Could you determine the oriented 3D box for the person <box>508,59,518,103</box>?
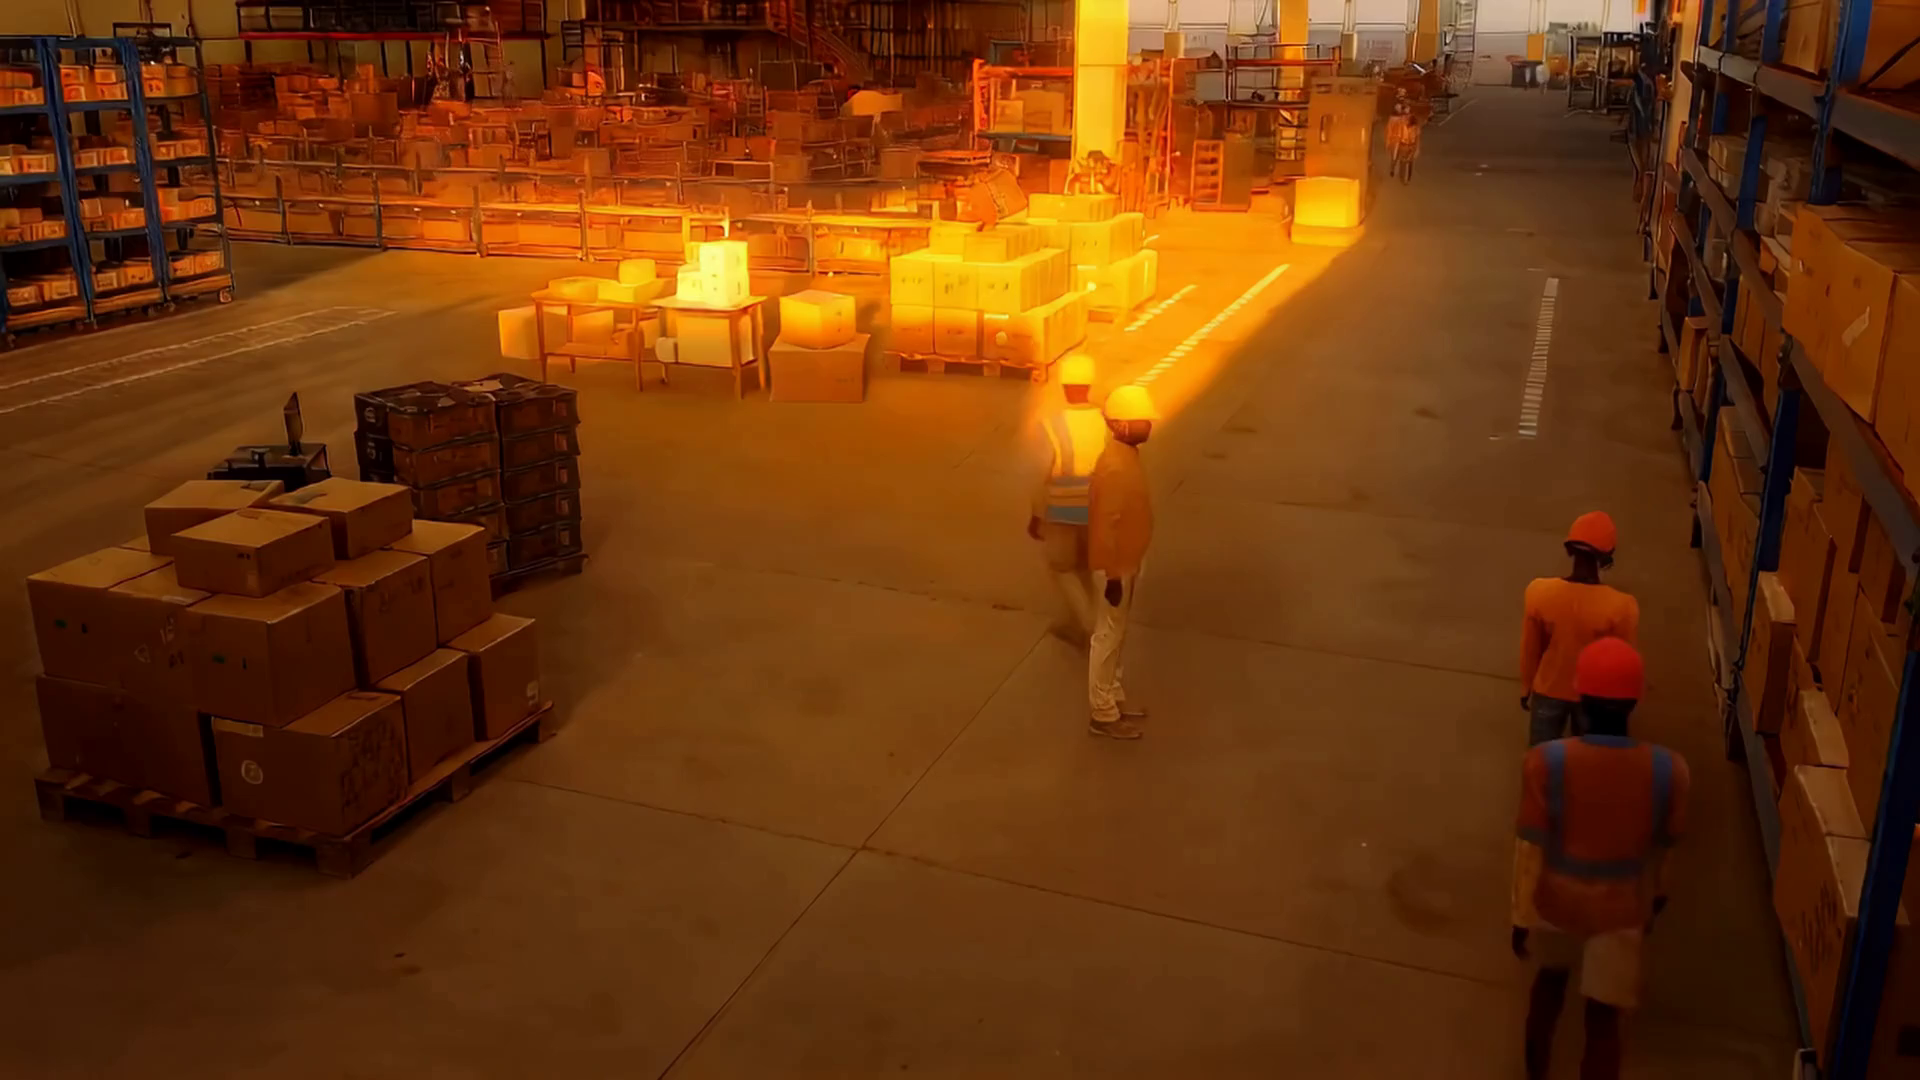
[{"bbox_3d":[-19.803,-20.344,73.715,0.452,1.868,0.614,-4,18,-11],"label":"person"}]

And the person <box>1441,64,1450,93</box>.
[{"bbox_3d":[19.805,-18.519,68.031,0.512,1.845,0.354,-13,22,-34],"label":"person"}]

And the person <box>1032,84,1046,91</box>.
[{"bbox_3d":[3.728,-22.068,79.088,0.959,1.908,0.640,-10,20,-28],"label":"person"}]

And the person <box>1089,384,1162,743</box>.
[{"bbox_3d":[0.898,0.117,9.222,0.378,1.996,0.610,5,18,14],"label":"person"}]

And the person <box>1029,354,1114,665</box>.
[{"bbox_3d":[0.772,-0.174,10.258,0.606,1.924,0.773,-10,20,-29],"label":"person"}]

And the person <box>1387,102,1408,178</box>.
[{"bbox_3d":[10.667,-9.701,40.391,0.605,1.786,0.893,4,18,13],"label":"person"}]

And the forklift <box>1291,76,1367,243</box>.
[{"bbox_3d":[6.598,-6.755,29.381,1.129,2.768,1.873,6,19,19],"label":"forklift"}]

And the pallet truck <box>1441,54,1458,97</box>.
[{"bbox_3d":[22.765,-21.886,78.355,0.823,1.965,1.885,-4,18,-14],"label":"pallet truck"}]

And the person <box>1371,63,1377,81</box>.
[{"bbox_3d":[17.083,-18.809,68.901,0.335,1.869,0.553,4,18,13],"label":"person"}]

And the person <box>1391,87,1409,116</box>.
[{"bbox_3d":[13.659,-13.194,51.565,0.550,1.675,0.563,-6,19,-19],"label":"person"}]

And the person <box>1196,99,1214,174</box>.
[{"bbox_3d":[5.836,-9.553,39.759,0.410,1.906,0.642,2,18,5],"label":"person"}]

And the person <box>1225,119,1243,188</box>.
[{"bbox_3d":[6.092,-8.605,37.242,0.595,1.620,0.513,9,20,27],"label":"person"}]

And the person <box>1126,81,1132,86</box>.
[{"bbox_3d":[6.077,-16.117,60.250,0.405,1.982,0.622,-2,18,-5],"label":"person"}]

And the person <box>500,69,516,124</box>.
[{"bbox_3d":[-15.465,-15.037,56.797,0.614,2.017,0.635,-12,21,-33],"label":"person"}]

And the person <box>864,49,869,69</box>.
[{"bbox_3d":[-5.365,-27.035,94.810,0.471,1.825,0.655,-6,19,-17],"label":"person"}]

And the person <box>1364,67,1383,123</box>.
[{"bbox_3d":[14.829,-16.120,60.169,0.681,2.000,1.017,-17,24,-42],"label":"person"}]

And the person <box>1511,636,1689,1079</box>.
[{"bbox_3d":[2.229,1.243,5.870,0.564,1.883,1.005,6,19,17],"label":"person"}]

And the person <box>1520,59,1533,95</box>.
[{"bbox_3d":[27.428,-22.361,80.357,0.539,1.683,0.540,0,18,-1],"label":"person"}]

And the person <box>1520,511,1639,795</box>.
[{"bbox_3d":[2.841,0.722,7.696,0.523,1.769,0.309,12,21,33],"label":"person"}]

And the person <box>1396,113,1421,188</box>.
[{"bbox_3d":[10.326,-8.990,38.335,0.542,1.681,0.585,5,18,15],"label":"person"}]

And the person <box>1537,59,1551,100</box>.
[{"bbox_3d":[26.751,-21.082,76.113,0.654,1.821,0.502,-16,24,-41],"label":"person"}]

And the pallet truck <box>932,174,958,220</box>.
[{"bbox_3d":[-0.507,-5.292,27.348,0.653,1.274,1.630,6,19,19],"label":"pallet truck"}]

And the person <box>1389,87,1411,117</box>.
[{"bbox_3d":[13.382,-12.890,50.541,0.635,1.702,0.905,0,18,0],"label":"person"}]

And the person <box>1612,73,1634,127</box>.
[{"bbox_3d":[23.457,-15.395,58.234,0.926,1.833,0.529,0,18,0],"label":"person"}]

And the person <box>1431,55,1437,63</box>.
[{"bbox_3d":[24.406,-24.181,86.040,0.836,1.709,0.491,16,24,42],"label":"person"}]
